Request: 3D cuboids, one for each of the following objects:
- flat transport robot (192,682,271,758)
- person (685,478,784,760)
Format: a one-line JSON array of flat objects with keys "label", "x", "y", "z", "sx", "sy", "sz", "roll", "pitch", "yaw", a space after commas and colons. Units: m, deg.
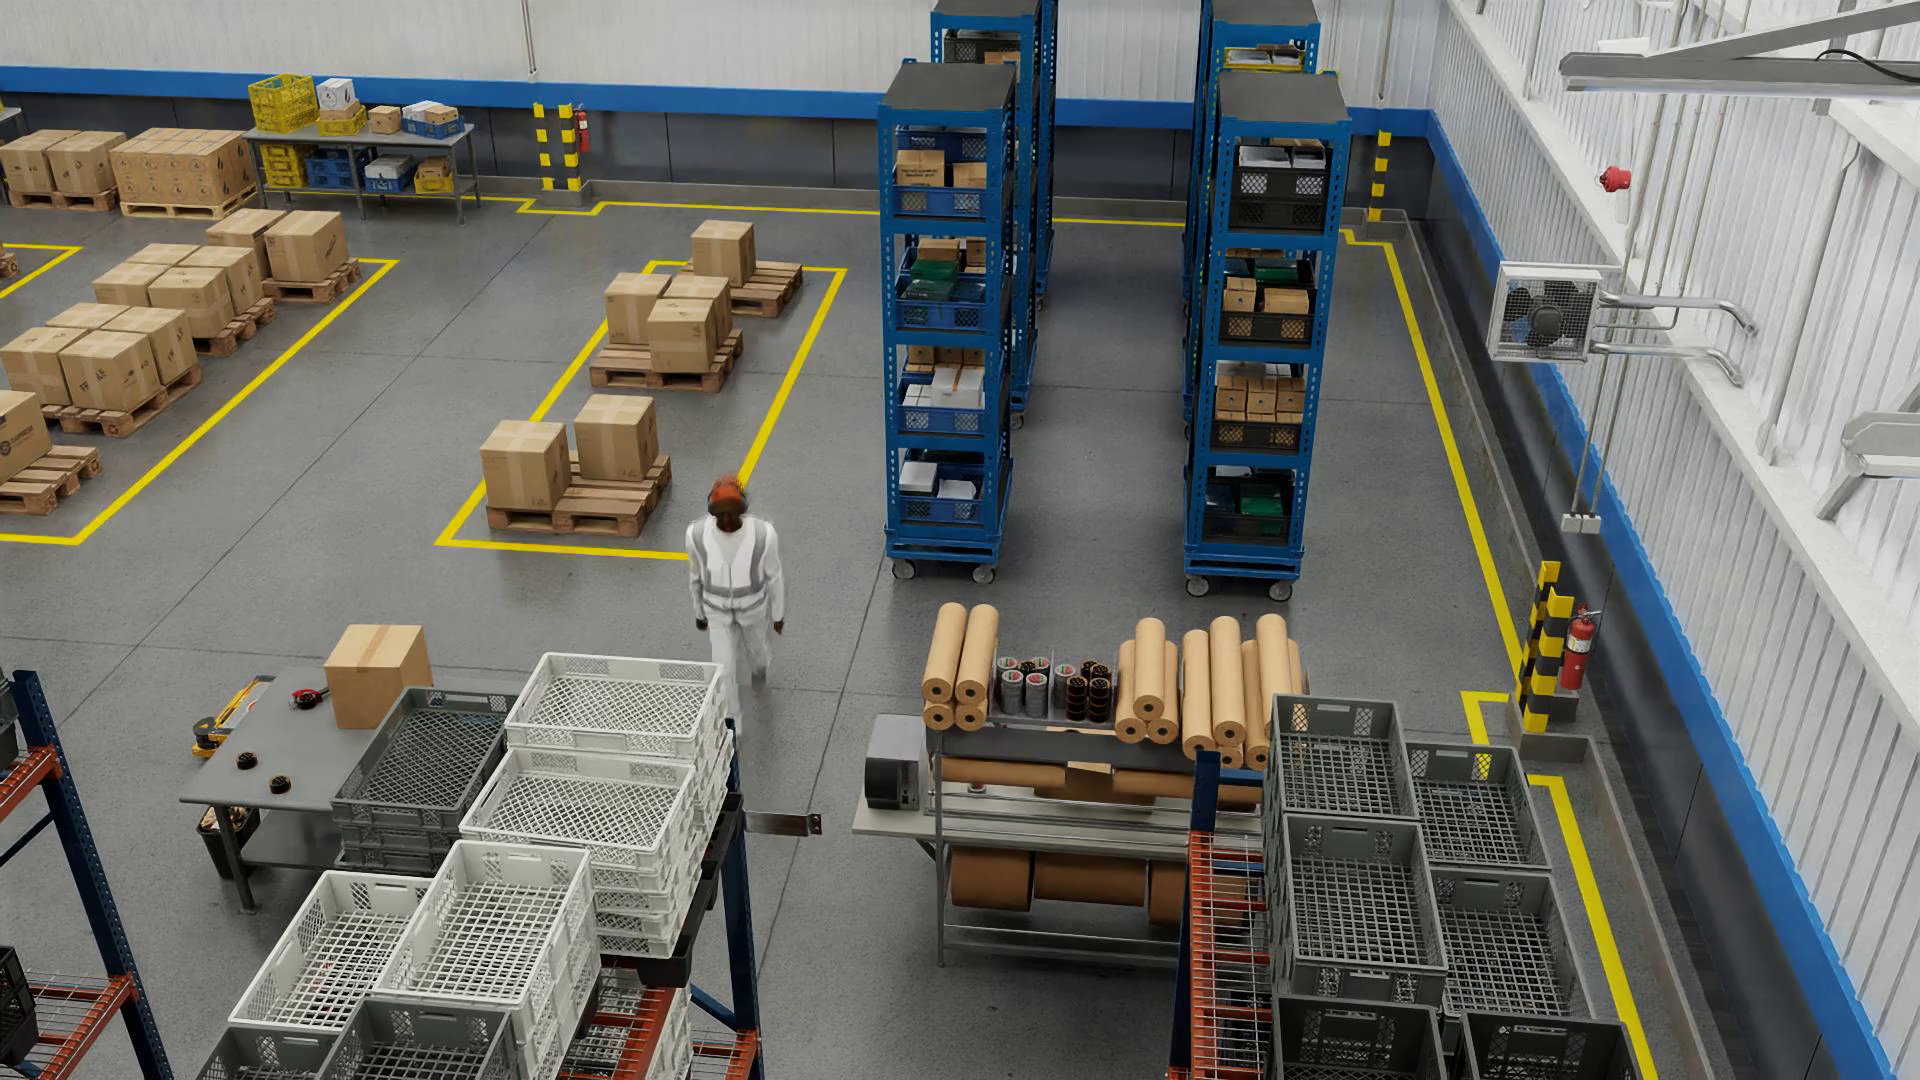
[{"label": "flat transport robot", "x": -4.089, "y": 1.163, "z": 10.648, "sx": 1.431, "sy": 0.197, "sz": 0.652, "roll": 3, "pitch": 30, "yaw": 6}, {"label": "person", "x": -1.386, "y": 0.398, "z": 10.417, "sx": 0.581, "sy": 1.861, "sz": 0.787, "roll": -1, "pitch": 30, "yaw": -2}]
